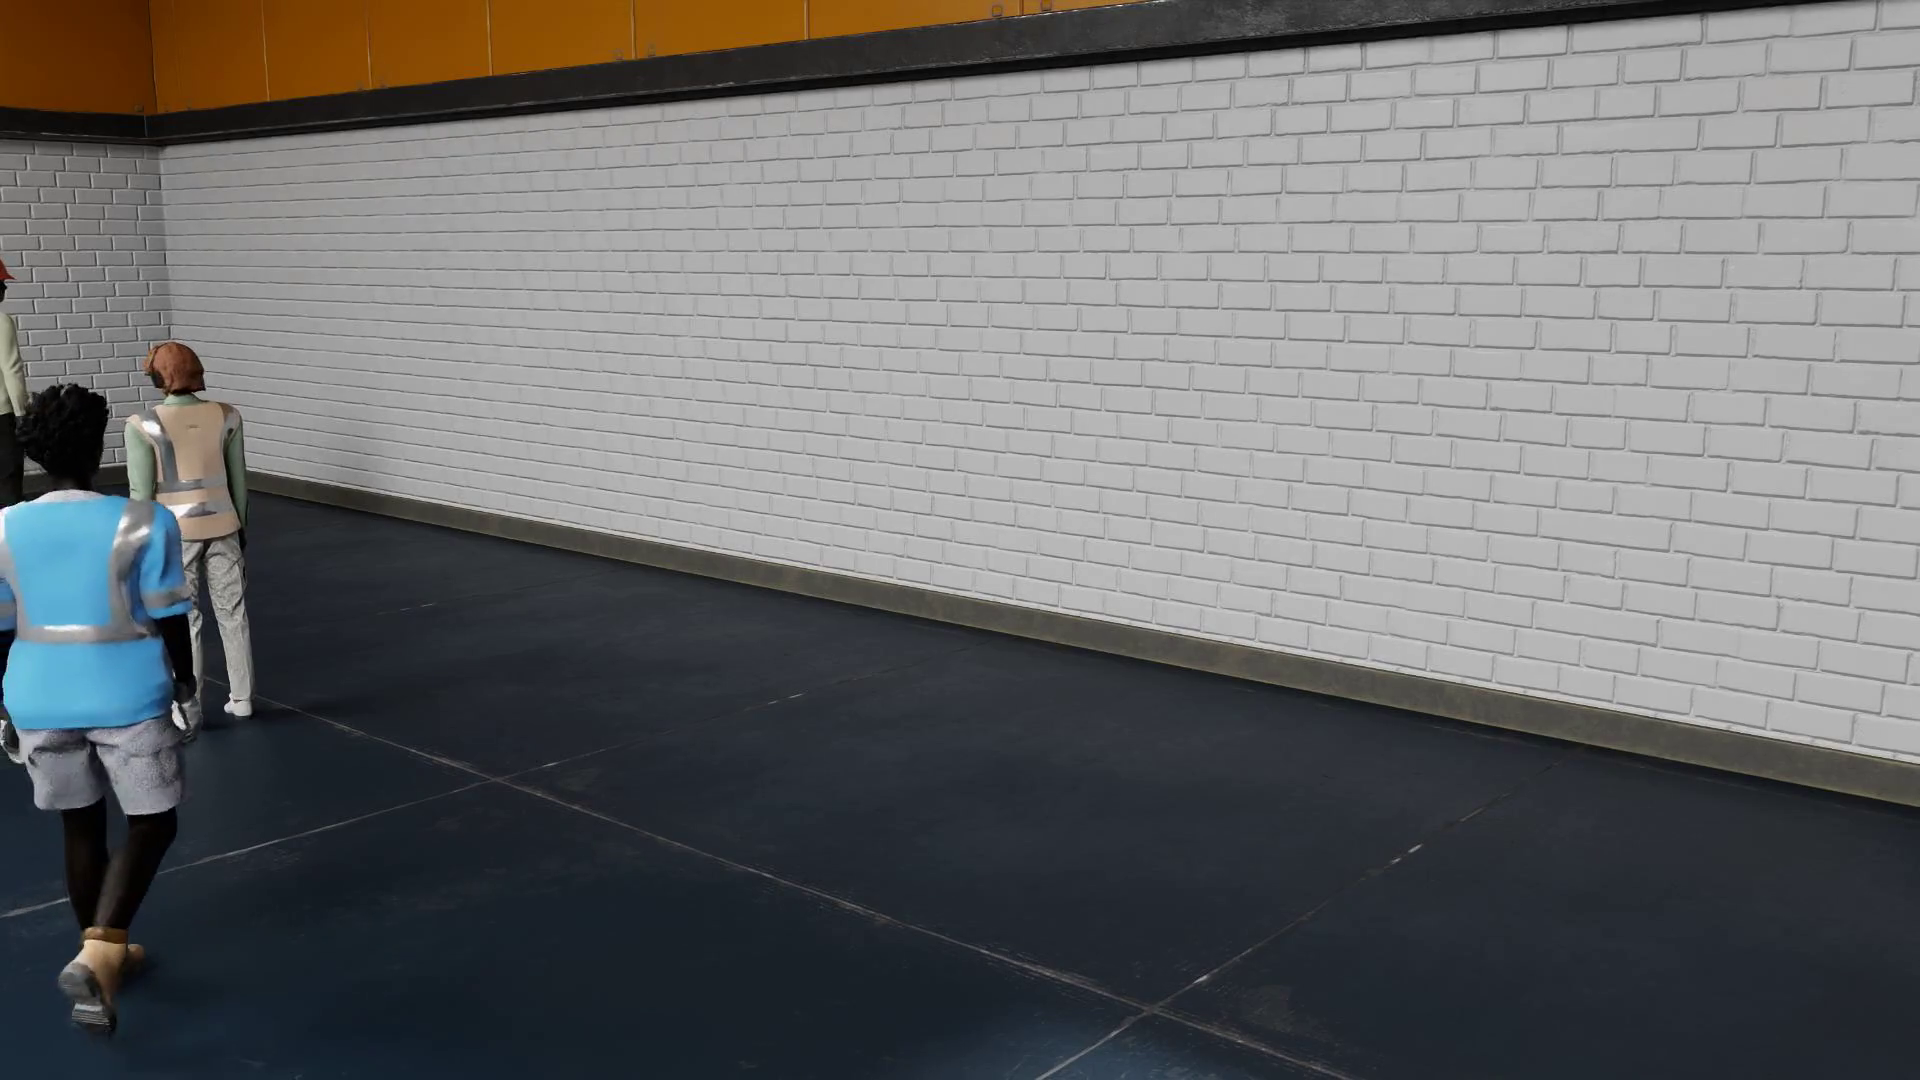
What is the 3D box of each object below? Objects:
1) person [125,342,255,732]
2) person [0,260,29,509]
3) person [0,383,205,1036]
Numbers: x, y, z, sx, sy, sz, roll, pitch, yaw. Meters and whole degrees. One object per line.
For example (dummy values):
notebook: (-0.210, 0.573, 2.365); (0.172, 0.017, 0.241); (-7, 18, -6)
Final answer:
person: (-3.217, -0.009, 6.974); (0.309, 1.640, 0.514); (7, 12, 36)
person: (-6.091, -0.808, 10.507); (0.609, 1.996, 0.383); (5, 11, 25)
person: (-2.259, 0.439, 4.283); (0.536, 1.680, 0.643); (-1, 10, -5)
